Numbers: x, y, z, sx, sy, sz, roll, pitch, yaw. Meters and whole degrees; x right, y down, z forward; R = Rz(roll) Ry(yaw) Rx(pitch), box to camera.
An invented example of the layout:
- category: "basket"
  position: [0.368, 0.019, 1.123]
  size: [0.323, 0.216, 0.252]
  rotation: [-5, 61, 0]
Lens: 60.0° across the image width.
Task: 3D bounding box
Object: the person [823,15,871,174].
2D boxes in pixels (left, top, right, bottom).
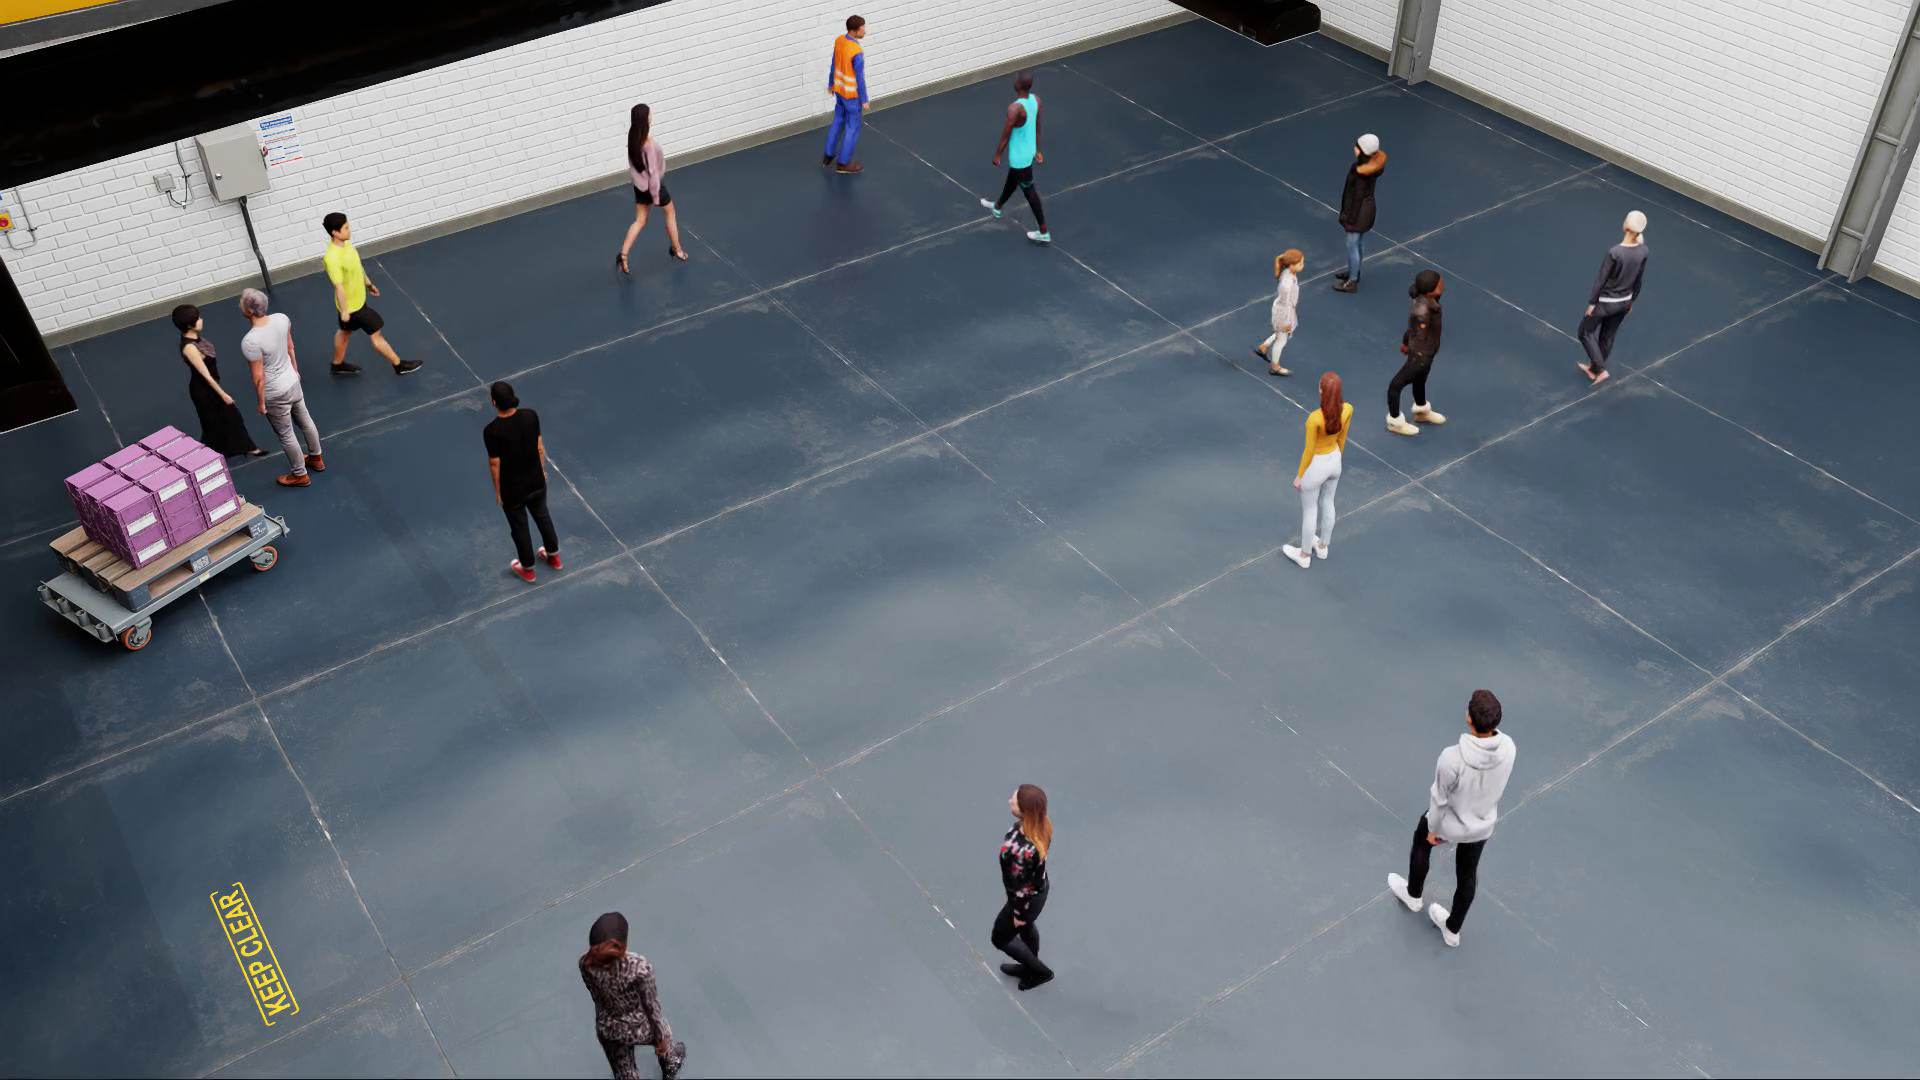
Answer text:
- category: "person"
  position: [-1.280, -4.886, 18.298]
  size: [0.596, 1.809, 0.892]
  rotation: [30, 48, 32]

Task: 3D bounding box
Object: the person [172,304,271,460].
- category: "person"
  position: [-6.341, -1.210, 13.880]
  size: [0.758, 1.580, 0.831]
  rotation: [-15, 41, -18]

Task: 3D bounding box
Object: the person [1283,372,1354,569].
- category: "person"
  position: [2.805, -0.548, 12.916]
  size: [0.609, 1.748, 0.547]
  rotation: [-19, 42, -22]

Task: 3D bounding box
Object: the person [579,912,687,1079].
- category: "person"
  position: [-1.801, 2.685, 8.917]
  size: [0.950, 1.687, 1.007]
  rotation: [7, 39, 8]

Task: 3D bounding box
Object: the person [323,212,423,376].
- category: "person"
  position: [-5.573, -2.167, 15.010]
  size: [0.972, 1.664, 1.112]
  rotation: [-8, 39, -9]

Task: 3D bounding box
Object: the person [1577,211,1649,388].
- category: "person"
  position: [5.878, -2.120, 14.909]
  size: [0.780, 1.717, 0.880]
  rotation: [-8, 39, -10]

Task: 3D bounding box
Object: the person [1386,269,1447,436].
- category: "person"
  position: [4.088, -1.580, 14.293]
  size: [0.952, 1.641, 0.887]
  rotation: [-29, 47, -31]

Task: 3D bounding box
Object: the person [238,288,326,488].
- category: "person"
  position: [-5.623, -1.271, 13.751]
  size: [0.794, 1.835, 0.767]
  rotation: [10, 40, 13]

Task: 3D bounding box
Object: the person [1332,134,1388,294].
- category: "person"
  position: [3.931, -3.222, 16.358]
  size: [0.768, 1.631, 0.731]
  rotation: [12, 40, 15]

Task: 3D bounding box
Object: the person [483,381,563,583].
- category: "person"
  position: [-3.375, -0.454, 12.792]
  size: [0.621, 1.757, 0.663]
  rotation: [29, 47, 32]

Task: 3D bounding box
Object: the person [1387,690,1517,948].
- category: "person"
  position: [3.045, 1.733, 9.933]
  size: [0.842, 1.905, 0.946]
  rotation: [-8, 39, -9]

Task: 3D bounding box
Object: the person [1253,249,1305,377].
- category: "person"
  position: [2.892, -2.079, 15.191]
  size: [0.753, 1.301, 0.688]
  rotation: [10, 40, 12]

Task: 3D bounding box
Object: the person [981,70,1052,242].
- category: "person"
  position: [0.713, -3.885, 17.087]
  size: [1.271, 1.757, 0.867]
  rotation: [25, 45, 28]

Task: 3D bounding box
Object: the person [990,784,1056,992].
- category: "person"
  position: [0.460, 2.068, 9.702]
  size: [0.779, 1.670, 0.724]
  rotation: [8, 39, 10]

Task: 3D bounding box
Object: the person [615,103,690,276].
- category: "person"
  position: [-3.170, -3.436, 16.508]
  size: [0.763, 1.777, 1.049]
  rotation: [-29, 47, -32]
